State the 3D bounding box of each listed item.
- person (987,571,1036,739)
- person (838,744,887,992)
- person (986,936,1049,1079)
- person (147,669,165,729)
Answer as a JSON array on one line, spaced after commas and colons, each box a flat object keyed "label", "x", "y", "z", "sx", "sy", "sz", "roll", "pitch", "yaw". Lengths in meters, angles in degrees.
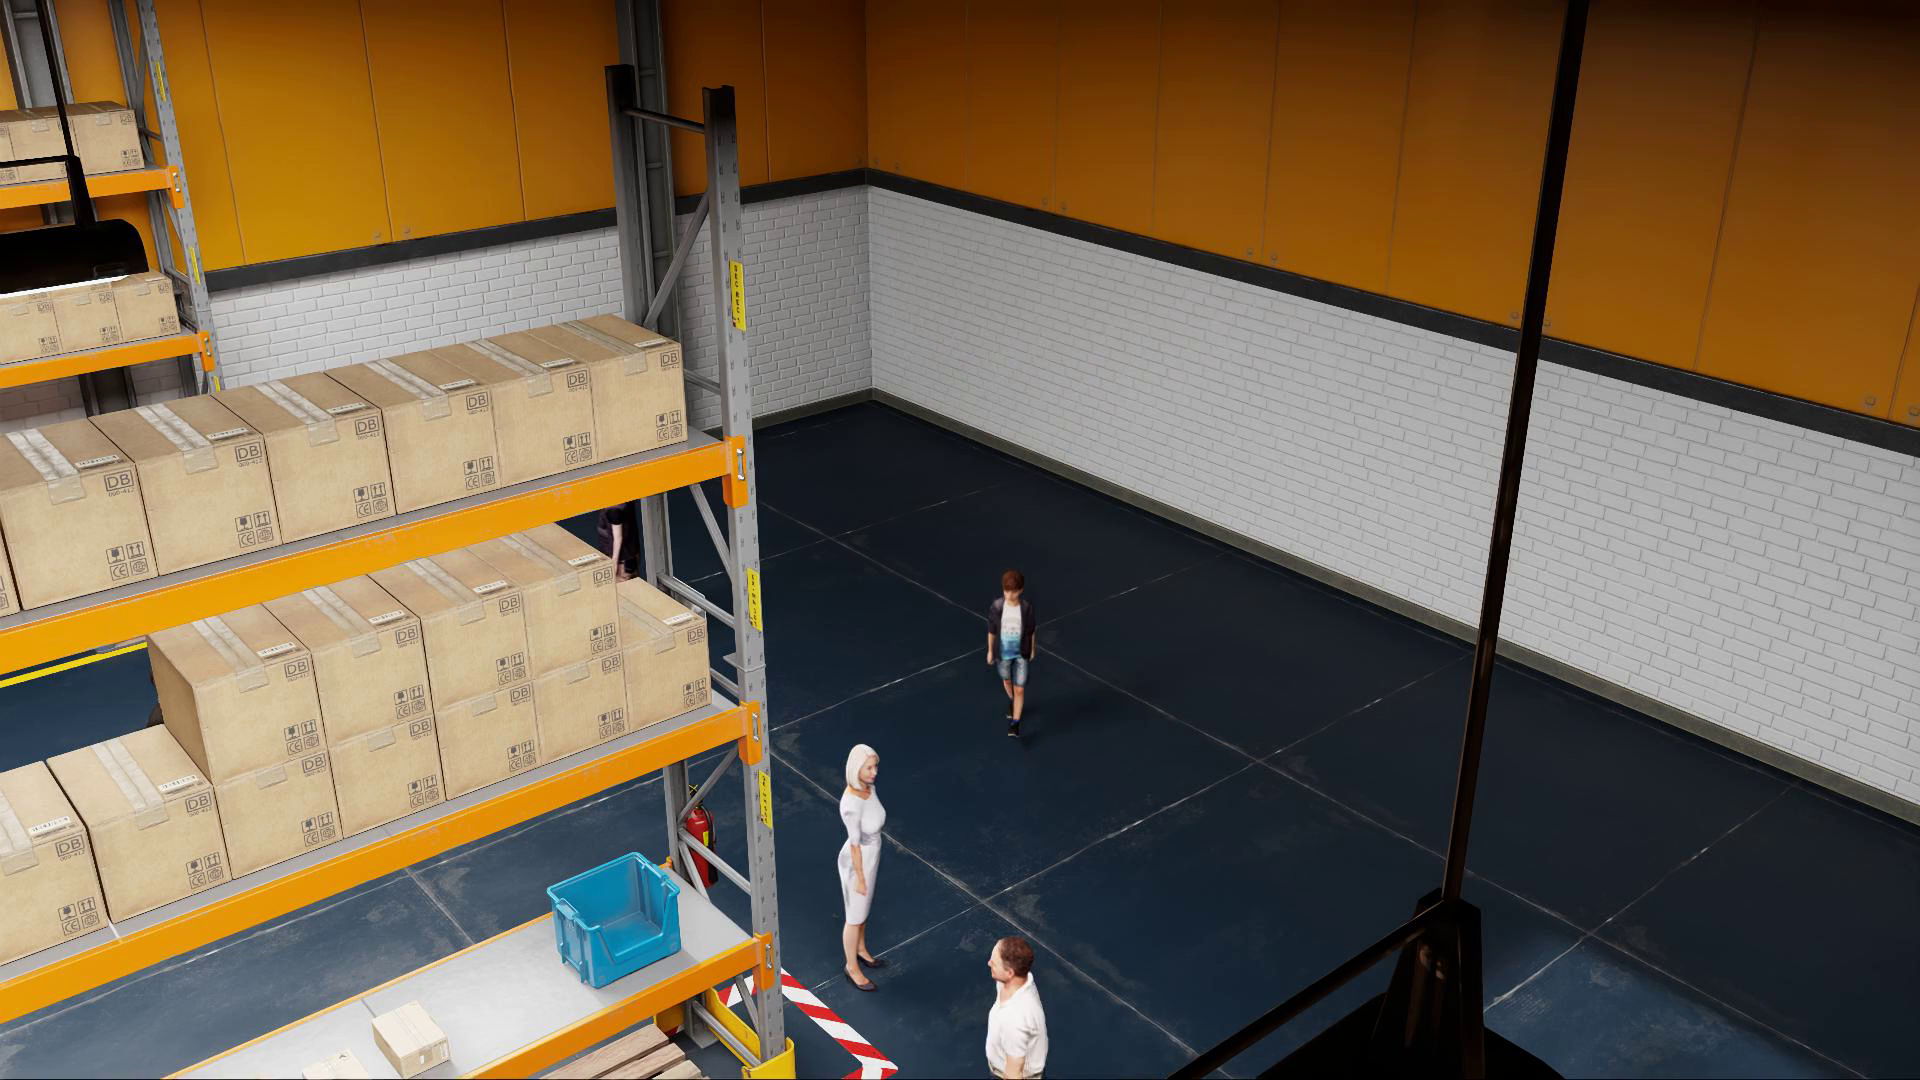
[{"label": "person", "x": 0.449, "y": 0.909, "z": 13.995, "sx": 0.912, "sy": 1.409, "sz": 1.001, "roll": 3, "pitch": 24, "yaw": 7}, {"label": "person", "x": -0.655, "y": 2.107, "z": 10.830, "sx": 0.706, "sy": 1.749, "sz": 0.627, "roll": 5, "pitch": 24, "yaw": 10}, {"label": "person", "x": 0.392, "y": 2.902, "z": 8.899, "sx": 1.032, "sy": 1.839, "sz": 0.960, "roll": 1, "pitch": 24, "yaw": 2}, {"label": "person", "x": -5.563, "y": 1.700, "z": 11.758, "sx": 1.261, "sy": 1.750, "sz": 1.154, "roll": 0, "pitch": 24, "yaw": 0}]
